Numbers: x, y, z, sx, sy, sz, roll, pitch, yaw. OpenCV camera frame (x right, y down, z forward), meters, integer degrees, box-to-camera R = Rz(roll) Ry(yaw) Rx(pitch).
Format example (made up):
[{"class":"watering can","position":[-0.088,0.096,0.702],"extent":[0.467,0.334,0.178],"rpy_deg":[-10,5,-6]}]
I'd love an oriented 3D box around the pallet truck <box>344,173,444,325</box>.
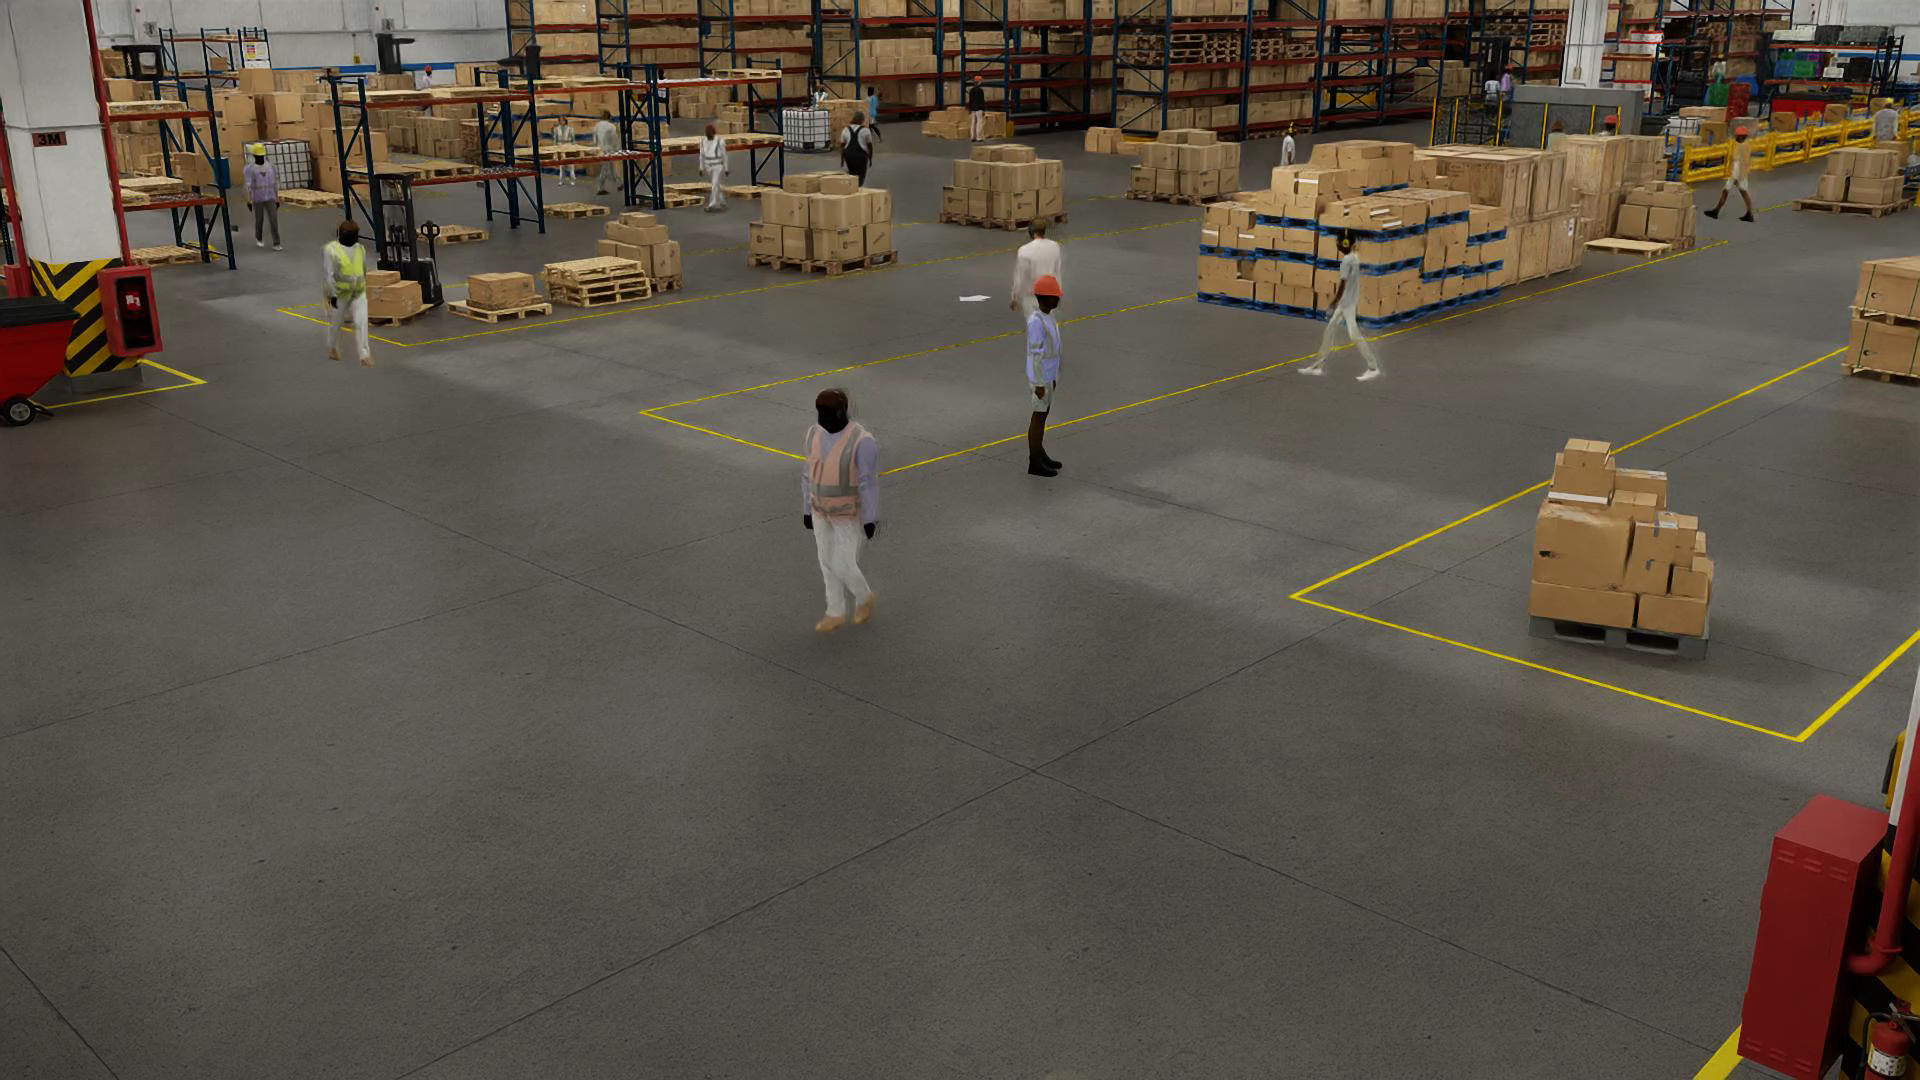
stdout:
[{"class":"pallet truck","position":[-8.209,-4.181,23.757],"extent":[0.823,1.965,1.885],"rpy_deg":[3,19,9]}]

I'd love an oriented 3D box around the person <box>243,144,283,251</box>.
[{"class":"person","position":[-12.570,-6.181,29.956],"extent":[0.600,1.893,0.928],"rpy_deg":[-15,23,-38]}]

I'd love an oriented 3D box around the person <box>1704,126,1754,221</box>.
[{"class":"person","position":[15.758,-7.425,33.722],"extent":[0.552,1.886,1.012],"rpy_deg":[-12,22,-32]}]

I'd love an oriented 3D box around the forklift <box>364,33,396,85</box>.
[{"class":"forklift","position":[-22.639,-18.555,65.685],"extent":[1.873,2.768,1.129],"rpy_deg":[-14,23,-37]}]

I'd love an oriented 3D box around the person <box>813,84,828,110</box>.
[{"class":"person","position":[-4.409,-13.616,52.746],"extent":[0.513,1.640,0.309],"rpy_deg":[3,19,8]}]

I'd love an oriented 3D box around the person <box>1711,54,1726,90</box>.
[{"class":"person","position":[33.932,-20.846,74.404],"extent":[0.530,1.720,0.918],"rpy_deg":[17,25,41]}]

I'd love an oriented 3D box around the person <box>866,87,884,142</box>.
[{"class":"person","position":[-2.676,-13.020,50.911],"extent":[0.803,1.664,0.533],"rpy_deg":[8,20,22]}]

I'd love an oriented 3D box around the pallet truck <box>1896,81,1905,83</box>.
[{"class":"pallet truck","position":[34.802,-16.331,61.455],"extent":[0.653,1.274,1.630],"rpy_deg":[17,25,41]}]

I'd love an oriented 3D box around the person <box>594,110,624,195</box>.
[{"class":"person","position":[-8.003,-8.881,38.086],"extent":[0.642,1.884,1.023],"rpy_deg":[16,24,39]}]

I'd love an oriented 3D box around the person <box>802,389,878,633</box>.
[{"class":"person","position":[-0.889,-0.201,12.034],"extent":[0.647,1.824,0.444],"rpy_deg":[14,23,37]}]

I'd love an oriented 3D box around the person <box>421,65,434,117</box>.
[{"class":"person","position":[-19.037,-16.001,59.514],"extent":[0.599,1.920,0.549],"rpy_deg":[5,19,15]}]

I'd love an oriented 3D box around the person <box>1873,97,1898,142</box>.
[{"class":"person","position":[24.178,-10.644,43.501],"extent":[0.521,1.818,0.613],"rpy_deg":[-12,22,-33]}]

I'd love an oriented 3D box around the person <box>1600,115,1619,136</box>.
[{"class":"person","position":[14.189,-8.304,36.332],"extent":[0.927,1.895,0.581],"rpy_deg":[13,23,35]}]

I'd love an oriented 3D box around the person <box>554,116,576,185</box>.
[{"class":"person","position":[-9.446,-9.317,39.792],"extent":[0.521,1.640,0.307],"rpy_deg":[0,18,-1]}]

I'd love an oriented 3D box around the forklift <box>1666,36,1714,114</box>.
[{"class":"forklift","position":[27.341,-17.291,61.877],"extent":[1.129,2.768,1.873],"rpy_deg":[17,25,41]}]

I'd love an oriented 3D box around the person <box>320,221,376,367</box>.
[{"class":"person","position":[-7.694,-3.099,20.835],"extent":[0.962,1.789,0.631],"rpy_deg":[17,25,42]}]

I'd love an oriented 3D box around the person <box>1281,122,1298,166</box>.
[{"class":"person","position":[6.926,-7.851,35.026],"extent":[0.333,1.866,0.515],"rpy_deg":[1,18,2]}]

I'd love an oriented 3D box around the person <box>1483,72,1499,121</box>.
[{"class":"person","position":[18.827,-15.713,58.971],"extent":[0.541,1.695,0.316],"rpy_deg":[-1,18,-4]}]

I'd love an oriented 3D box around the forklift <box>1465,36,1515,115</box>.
[{"class":"forklift","position":[19.973,-17.201,61.605],"extent":[1.873,2.768,1.129],"rpy_deg":[16,24,40]}]

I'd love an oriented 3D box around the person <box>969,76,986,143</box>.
[{"class":"person","position":[0.545,-13.134,50.737],"extent":[0.387,1.990,0.625],"rpy_deg":[-15,24,-39]}]

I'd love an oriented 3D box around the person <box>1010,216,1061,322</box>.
[{"class":"person","position":[0.885,-2.968,20.236],"extent":[0.630,1.921,0.594],"rpy_deg":[-15,24,-39]}]

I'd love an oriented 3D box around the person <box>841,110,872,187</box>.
[{"class":"person","position":[-2.290,-8.402,36.406],"extent":[0.719,2.000,0.894],"rpy_deg":[6,19,17]}]

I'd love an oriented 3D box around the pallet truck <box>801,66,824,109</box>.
[{"class":"pallet truck","position":[-4.812,-15.182,56.903],"extent":[0.823,1.965,1.885],"rpy_deg":[-9,21,-26]}]

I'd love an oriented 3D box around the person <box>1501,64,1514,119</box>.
[{"class":"person","position":[19.777,-16.210,60.136],"extent":[0.496,1.908,0.550],"rpy_deg":[8,20,22]}]

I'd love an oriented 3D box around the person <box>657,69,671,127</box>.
[{"class":"person","position":[-10.090,-15.039,56.611],"extent":[0.589,1.912,0.390],"rpy_deg":[14,23,35]}]

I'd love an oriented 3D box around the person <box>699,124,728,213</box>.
[{"class":"person","position":[-5.186,-7.813,34.983],"extent":[0.561,1.824,1.017],"rpy_deg":[8,20,22]}]

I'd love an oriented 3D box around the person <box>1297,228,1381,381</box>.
[{"class":"person","position":[4.642,-2.818,19.944],"extent":[0.989,1.823,0.533],"rpy_deg":[4,19,11]}]

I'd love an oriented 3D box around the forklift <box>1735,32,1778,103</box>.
[{"class":"forklift","position":[33.020,-19.373,68.149],"extent":[1.129,2.768,1.873],"rpy_deg":[-13,23,-35]}]

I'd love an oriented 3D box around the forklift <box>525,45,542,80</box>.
[{"class":"forklift","position":[-13.266,-14.020,52.021],"extent":[1.873,2.768,1.129],"rpy_deg":[-2,18,-6]}]

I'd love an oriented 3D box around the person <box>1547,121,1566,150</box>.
[{"class":"person","position":[13.736,-8.848,38.396],"extent":[0.531,1.618,0.369],"rpy_deg":[-7,20,-19]}]

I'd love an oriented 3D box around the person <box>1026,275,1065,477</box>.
[{"class":"person","position":[0.822,-1.588,16.040],"extent":[0.355,1.939,0.543],"rpy_deg":[5,19,13]}]

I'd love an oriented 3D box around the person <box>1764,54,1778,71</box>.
[{"class":"person","position":[38.479,-22.479,78.974],"extent":[0.630,1.950,1.009],"rpy_deg":[16,24,40]}]

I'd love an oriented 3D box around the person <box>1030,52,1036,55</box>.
[{"class":"person","position":[3.569,-23.047,80.741],"extent":[0.408,1.906,0.654],"rpy_deg":[11,21,29]}]

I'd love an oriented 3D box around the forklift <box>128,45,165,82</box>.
[{"class":"forklift","position":[-25.619,-14.248,52.709],"extent":[1.873,2.768,1.129],"rpy_deg":[13,22,34]}]
